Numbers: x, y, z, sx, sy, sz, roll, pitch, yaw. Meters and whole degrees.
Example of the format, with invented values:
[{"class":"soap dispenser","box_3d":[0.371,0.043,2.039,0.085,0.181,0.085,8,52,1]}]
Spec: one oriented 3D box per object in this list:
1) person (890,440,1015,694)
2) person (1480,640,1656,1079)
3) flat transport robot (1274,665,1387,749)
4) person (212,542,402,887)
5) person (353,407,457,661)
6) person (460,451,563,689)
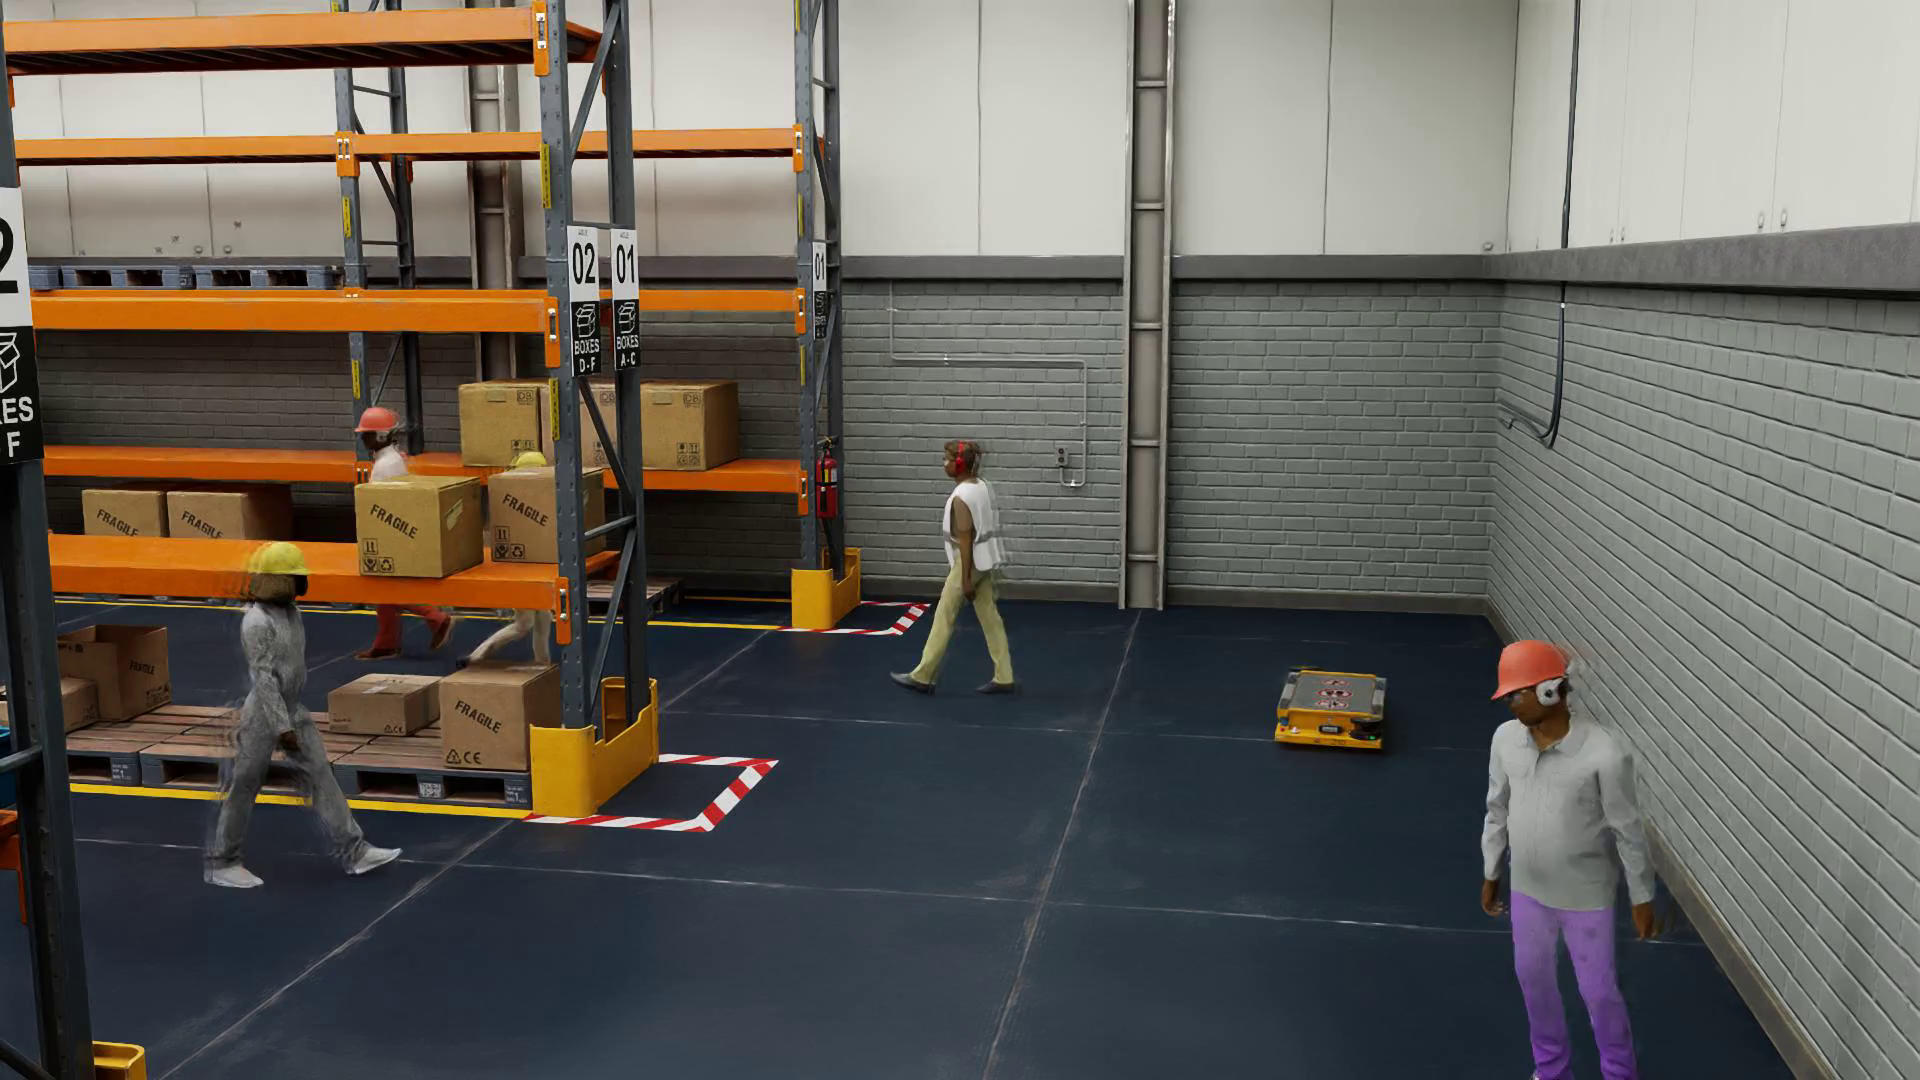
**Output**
[{"class":"person","box_3d":[-0.029,0.201,11.733,0.937,1.806,0.564,3,10,18]},{"class":"person","box_3d":[2.139,1.206,5.836,0.441,1.708,0.679,-7,11,-36]},{"class":"flat transport robot","box_3d":[2.475,1.088,11.009,0.652,0.197,1.431,3,9,15]},{"class":"person","box_3d":[-3.244,0.858,8.040,0.911,1.696,0.503,1,9,7]},{"class":"person","box_3d":[-4.302,-0.040,12.748,0.672,1.978,0.624,-3,10,-18]},{"class":"person","box_3d":[-3.143,0.239,11.742,0.710,1.746,0.534,-1,9,-7]}]
